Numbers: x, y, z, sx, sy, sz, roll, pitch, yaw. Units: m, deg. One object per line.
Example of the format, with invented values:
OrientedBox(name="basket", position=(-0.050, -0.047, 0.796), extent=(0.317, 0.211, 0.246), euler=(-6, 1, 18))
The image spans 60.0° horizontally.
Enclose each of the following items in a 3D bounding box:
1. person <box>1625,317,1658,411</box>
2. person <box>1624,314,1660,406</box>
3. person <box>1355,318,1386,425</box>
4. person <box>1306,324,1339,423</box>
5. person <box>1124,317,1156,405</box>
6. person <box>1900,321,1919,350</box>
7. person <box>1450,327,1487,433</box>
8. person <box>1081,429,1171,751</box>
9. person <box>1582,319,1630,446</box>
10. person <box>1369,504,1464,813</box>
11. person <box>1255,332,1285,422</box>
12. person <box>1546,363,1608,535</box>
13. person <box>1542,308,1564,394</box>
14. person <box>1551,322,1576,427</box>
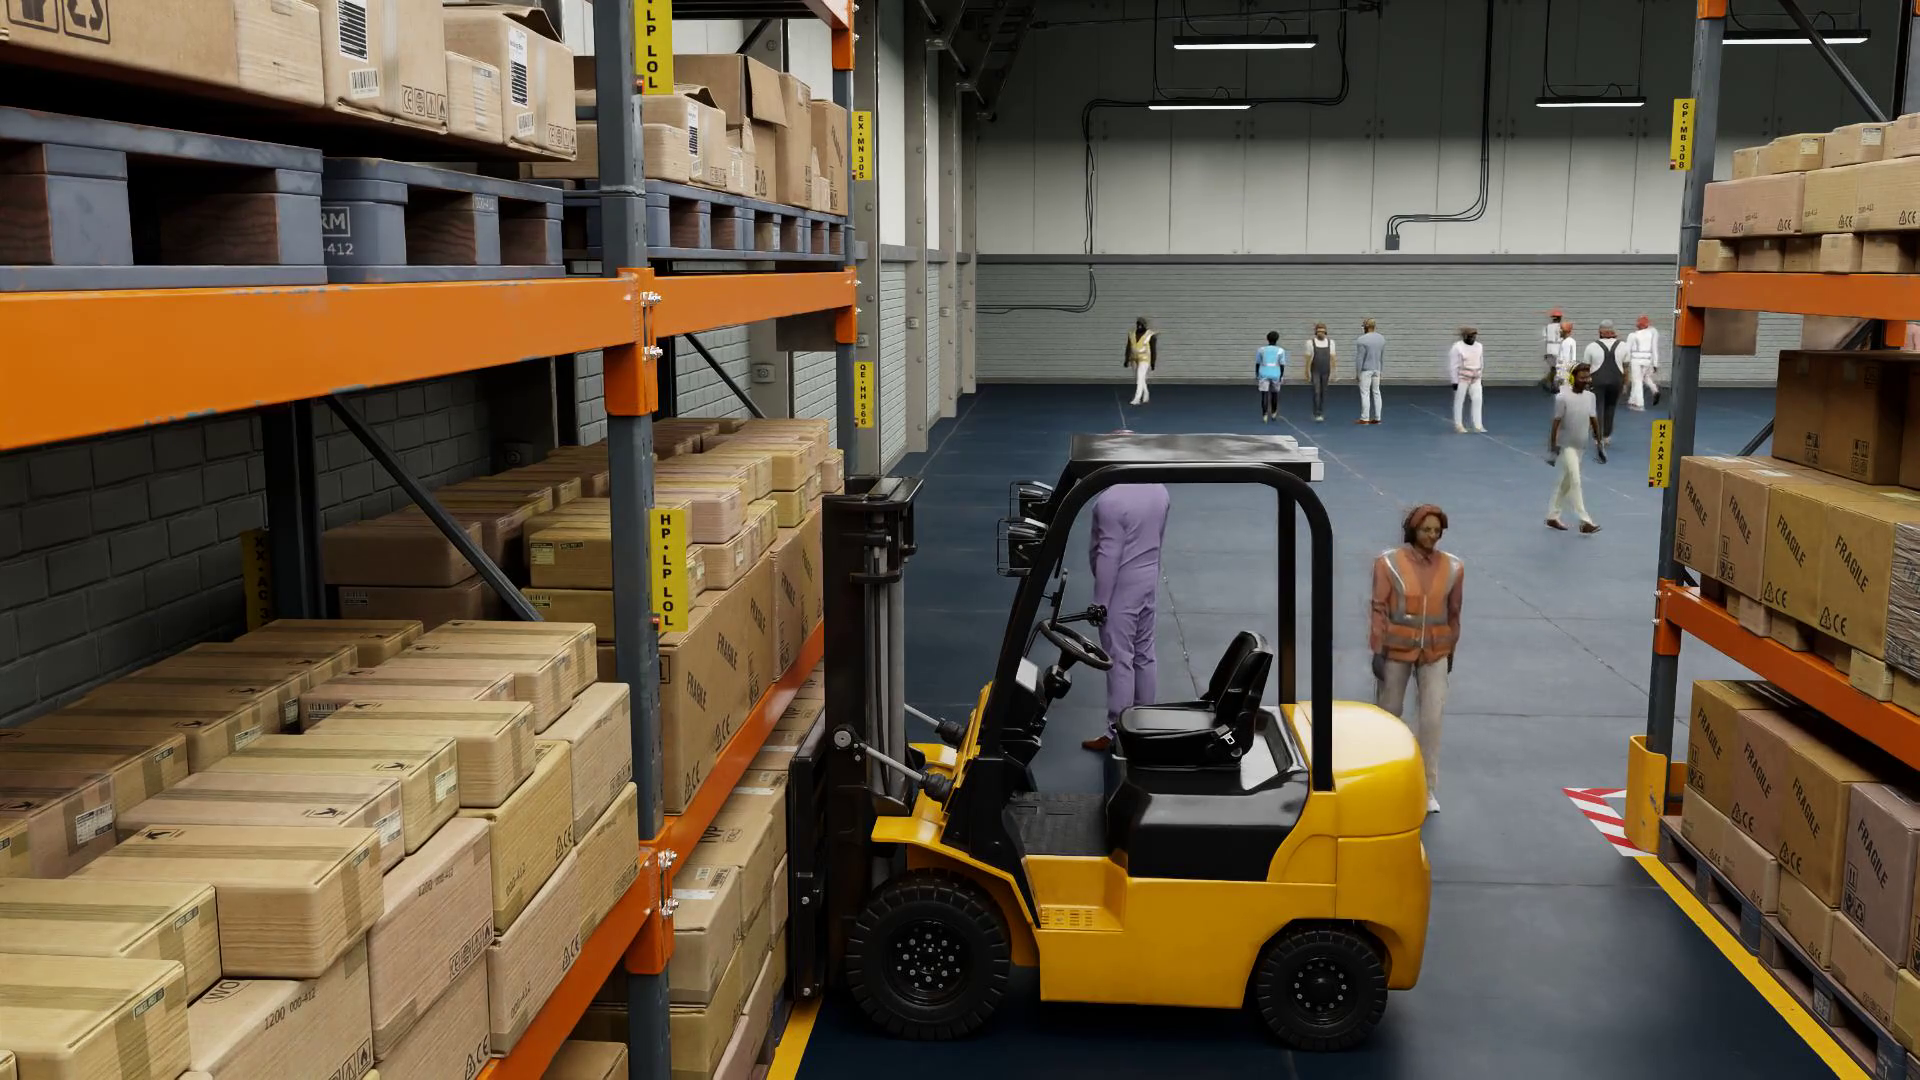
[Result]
OrientedBox(name="person", position=(13.445, -3.501, 33.041), extent=(0.687, 1.837, 0.880), euler=(-1, 9, -5))
OrientedBox(name="person", position=(13.862, -3.635, 33.709), extent=(0.659, 1.890, 0.660), euler=(-4, 10, -24))
OrientedBox(name="person", position=(7.361, -3.019, 29.890), extent=(0.625, 1.933, 0.362), euler=(-5, 10, -26))
OrientedBox(name="person", position=(6.611, -3.030, 30.335), extent=(0.534, 1.800, 0.924), euler=(-1, 9, -3))
OrientedBox(name="person", position=(3.772, -3.722, 34.526), extent=(0.618, 1.812, 0.922), euler=(7, 12, 36))
OrientedBox(name="person", position=(20.130, -3.897, 35.264), extent=(0.399, 1.909, 0.642), euler=(-2, 10, -11))
OrientedBox(name="person", position=(8.686, -2.699, 28.263), extent=(0.660, 1.817, 0.788), euler=(-3, 10, -16))
OrientedBox(name="person", position=(0.960, 0.298, 9.826), extent=(0.410, 1.913, 0.642), euler=(7, 12, 36))
OrientedBox(name="person", position=(10.303, -2.549, 26.685), extent=(0.705, 2.000, 0.916), euler=(1, 9, 7))
OrientedBox(name="person", position=(2.418, 0.589, 8.925), extent=(0.509, 1.622, 0.636), euler=(0, 9, 0))
OrientedBox(name="person", position=(5.704, -3.003, 30.620), extent=(0.549, 1.641, 0.890), euler=(2, 10, 10))
OrientedBox(name="person", position=(6.629, -0.965, 17.730), extent=(0.541, 1.823, 0.942), euler=(-4, 10, -23))
OrientedBox(name="person", position=(13.244, -4.208, 37.113), extent=(0.554, 1.918, 0.562), euler=(-5, 11, -28))
OrientedBox(name="person", position=(10.661, -2.901, 29.292), extent=(0.337, 1.882, 0.584), euler=(6, 11, 31))
